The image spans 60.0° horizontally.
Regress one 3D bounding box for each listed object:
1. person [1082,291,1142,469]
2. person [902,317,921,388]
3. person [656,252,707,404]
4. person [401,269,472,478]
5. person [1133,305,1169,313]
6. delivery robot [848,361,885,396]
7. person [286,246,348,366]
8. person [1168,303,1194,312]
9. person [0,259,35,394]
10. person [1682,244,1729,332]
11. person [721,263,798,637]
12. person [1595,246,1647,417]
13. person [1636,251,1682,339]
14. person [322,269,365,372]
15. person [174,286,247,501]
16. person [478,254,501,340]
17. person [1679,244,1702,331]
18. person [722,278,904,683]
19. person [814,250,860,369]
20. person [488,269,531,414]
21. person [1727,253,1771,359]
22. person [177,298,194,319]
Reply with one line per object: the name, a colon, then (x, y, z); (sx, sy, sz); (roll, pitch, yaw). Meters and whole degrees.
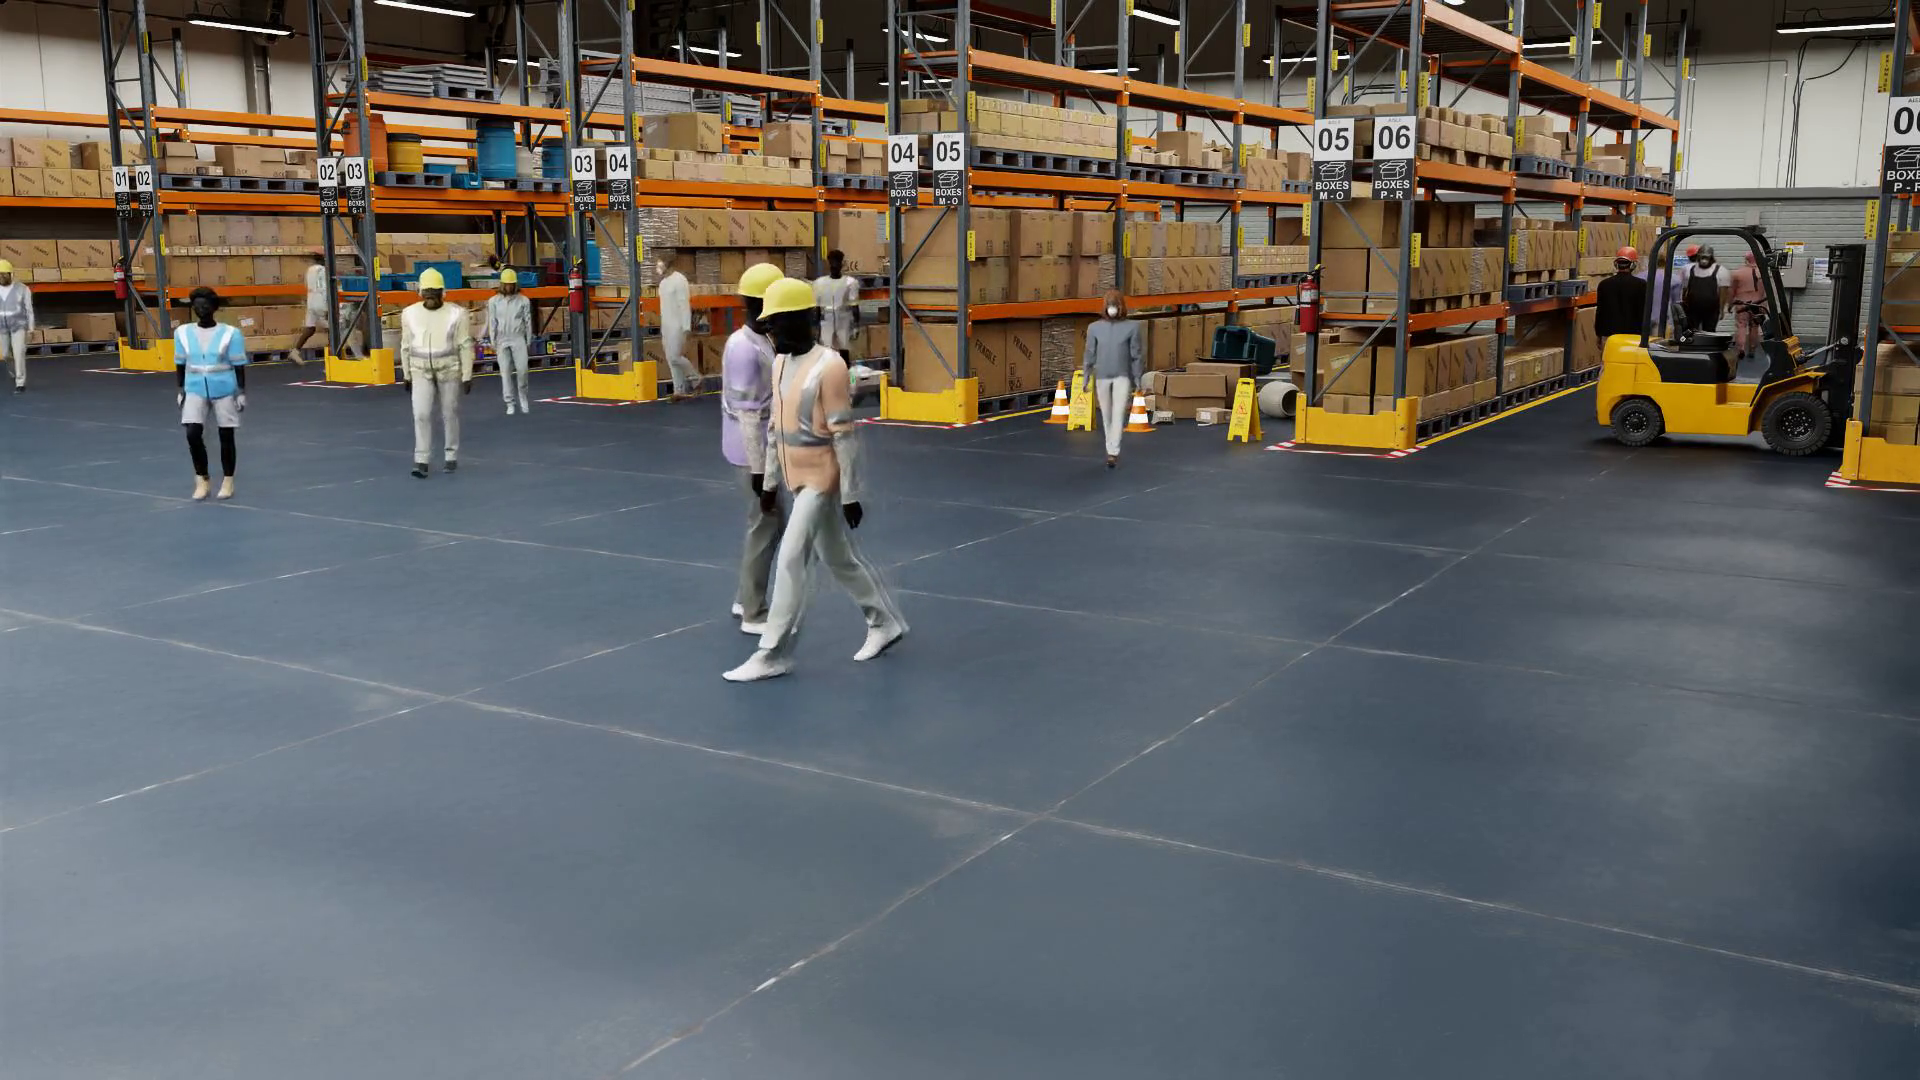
person: (1.351, -1.430, 14.935); (0.525, 1.587, 0.826); (3, 11, 17)
person: (-0.716, -2.931, 23.069); (0.341, 1.699, 0.575); (-9, 13, -40)
person: (-3.580, -2.673, 21.007); (0.491, 1.912, 0.664); (-7, 12, -35)
person: (-4.550, -1.438, 14.421); (0.619, 1.792, 0.862); (-1, 10, -7)
person: (2.990, -3.605, 26.525); (0.663, 1.802, 0.889); (5, 11, 28)
delivery robot: (-1.257, -2.000, 20.789); (0.477, 0.478, 0.707); (7, 12, 33)
person: (-10.664, -3.861, 27.499); (0.662, 1.992, 1.027); (7, 12, 33)
person: (3.744, -4.041, 28.997); (0.575, 1.802, 0.922); (7, 12, 33)
person: (-12.867, -2.897, 22.564); (0.599, 1.817, 0.580); (-3, 10, -14)
person: (11.729, -3.677, 26.282); (0.695, 2.000, 0.979); (6, 12, 32)
person: (-1.024, -0.456, 8.574); (0.403, 1.917, 0.621); (0, 10, 0)
person: (7.676, -2.400, 19.305); (0.407, 1.986, 0.604); (-9, 14, -42)
person: (9.705, -3.062, 23.206); (0.645, 1.912, 0.744); (6, 12, 29)
person: (-9.748, -3.463, 26.279); (0.517, 1.613, 0.714); (5, 11, 25)
person: (-5.867, -1.130, 12.999); (0.552, 1.677, 0.565); (-2, 10, -10)
person: (-8.497, -4.268, 30.203); (0.536, 1.833, 0.940); (5, 11, 26)
person: (13.200, -4.329, 30.051); (0.639, 2.001, 0.544); (-2, 10, -12)
person: (-0.675, -0.298, 7.878); (0.995, 1.876, 0.594); (-6, 12, -31)
person: (-1.623, -2.804, 21.718); (0.623, 1.920, 0.943); (1, 10, 4)
person: (-5.314, -2.336, 19.664); (0.485, 1.724, 0.477); (-2, 10, -12)
person: (13.889, -4.119, 29.283); (0.640, 1.866, 0.888); (2, 10, 13)
person: (-14.286, -4.385, 30.455); (0.647, 1.960, 0.905); (8, 13, 39)
